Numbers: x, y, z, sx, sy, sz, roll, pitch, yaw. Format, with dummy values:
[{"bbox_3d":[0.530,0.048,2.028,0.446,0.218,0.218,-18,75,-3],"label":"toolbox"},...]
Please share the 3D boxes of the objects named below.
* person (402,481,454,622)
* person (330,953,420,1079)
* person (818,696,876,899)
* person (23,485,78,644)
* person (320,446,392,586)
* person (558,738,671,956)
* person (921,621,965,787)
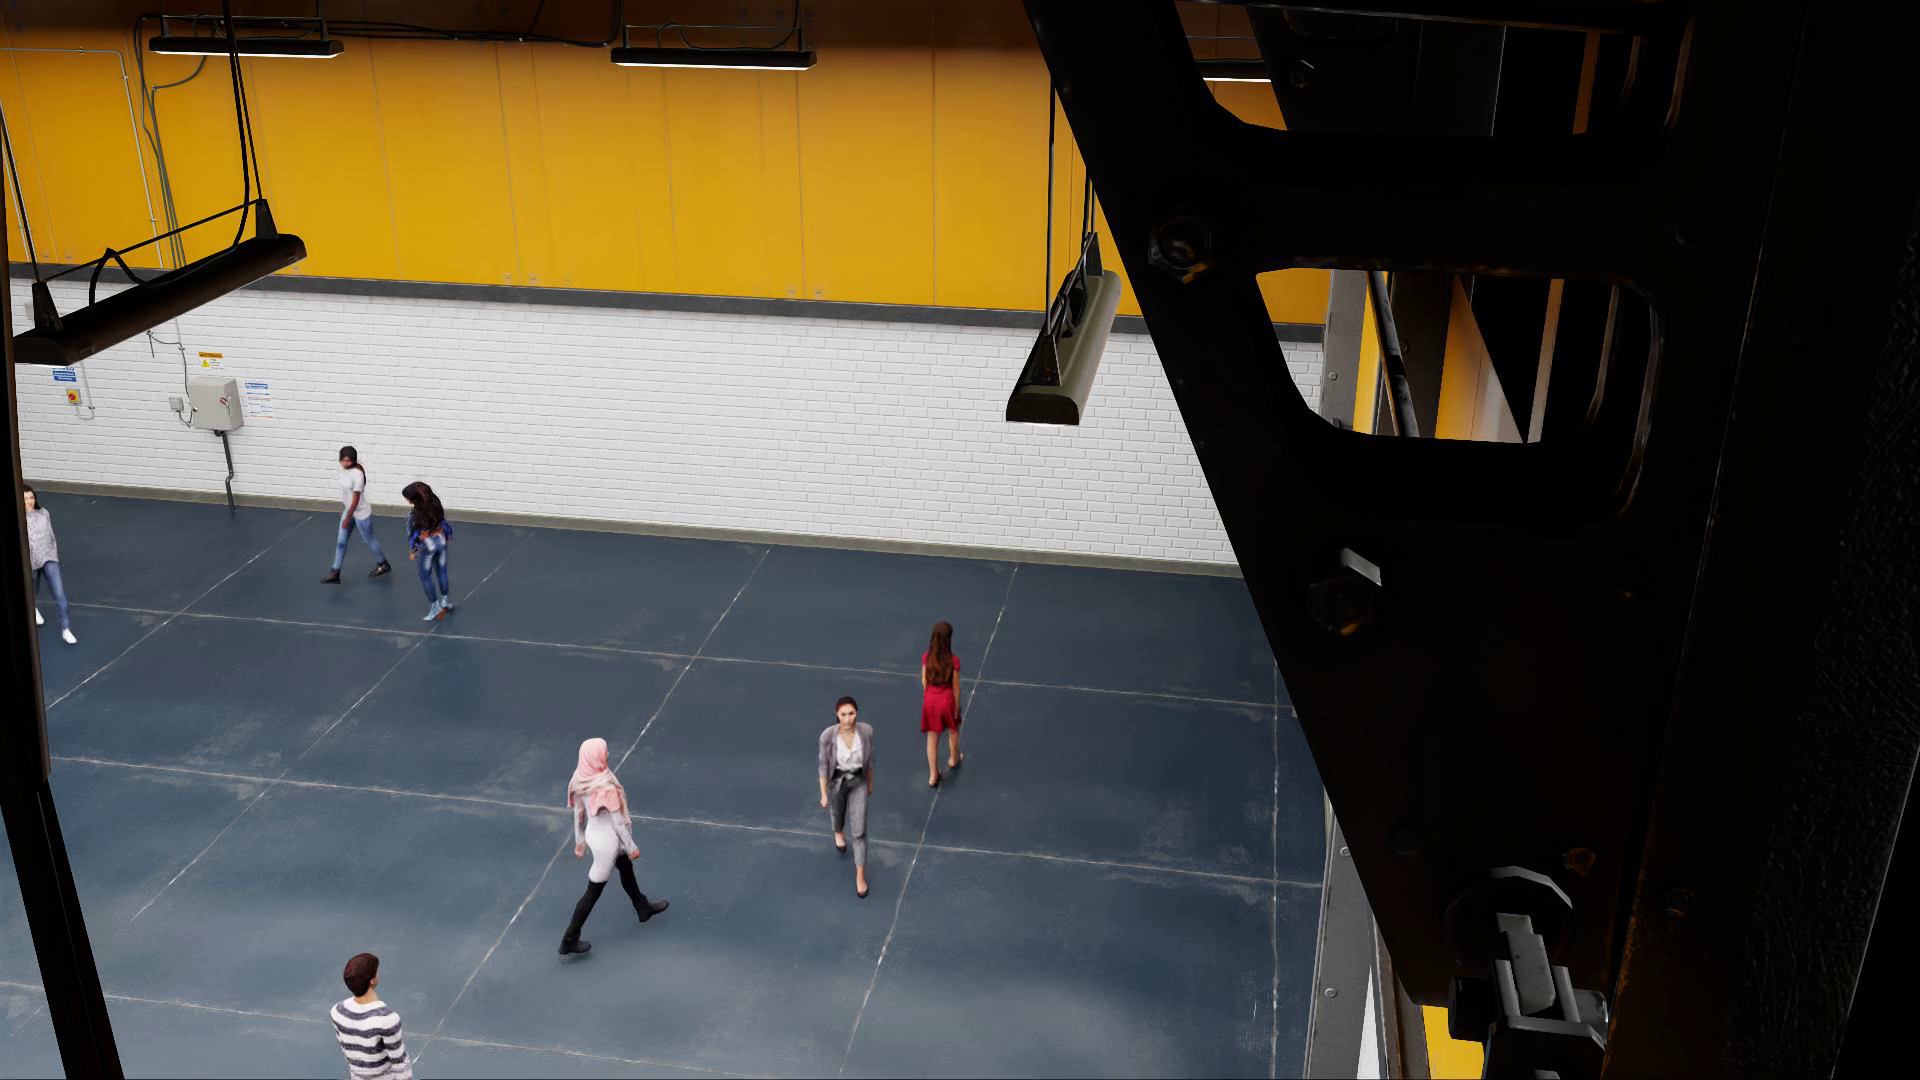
[{"bbox_3d":[-5.710,0.072,18.051,0.685,1.608,0.825,-16,28,-33],"label":"person"},{"bbox_3d":[-3.596,3.400,10.157,0.737,1.833,0.828,7,25,16],"label":"person"},{"bbox_3d":[-0.941,2.001,13.613,0.848,1.628,1.200,-3,24,-8],"label":"person"},{"bbox_3d":[-9.778,0.229,17.580,1.113,1.697,1.184,21,31,40],"label":"person"},{"bbox_3d":[-6.730,-0.287,18.789,0.949,1.675,1.163,20,31,38],"label":"person"},{"bbox_3d":[-2.779,2.369,12.612,1.248,1.755,1.136,-19,30,-36],"label":"person"},{"bbox_3d":[-0.197,1.497,14.892,0.530,1.527,0.797,4,24,9],"label":"person"}]
